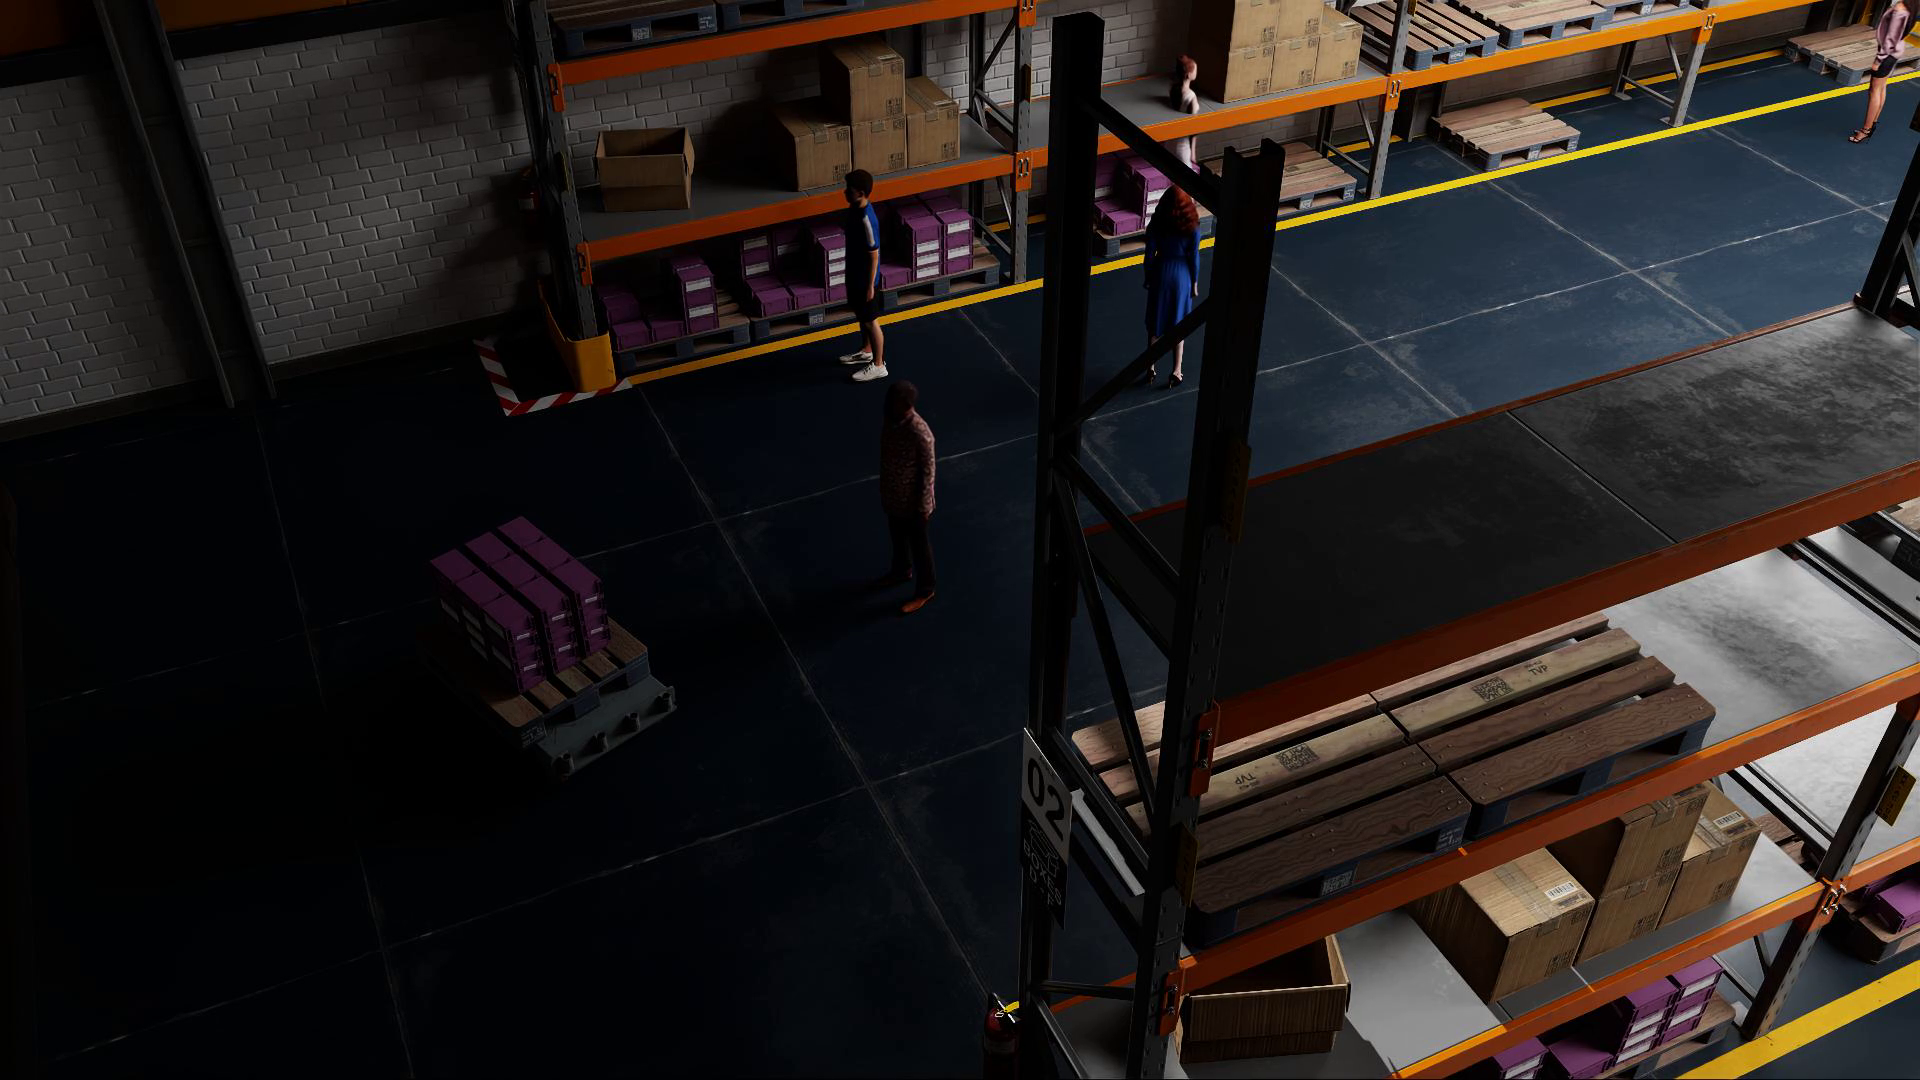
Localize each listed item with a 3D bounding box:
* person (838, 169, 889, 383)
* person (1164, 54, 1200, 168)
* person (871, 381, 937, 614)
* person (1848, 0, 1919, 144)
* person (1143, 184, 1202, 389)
[{"bbox_3d":[-0.795,-2.191,13.695,0.571,1.866,0.662,-14,41,-17],"label":"person"},{"bbox_3d":[2.039,-3.698,15.642,0.494,1.791,0.552,-17,42,-20],"label":"person"},{"bbox_3d":[-0.360,-0.327,11.408,0.648,1.808,0.738,-24,45,-27],"label":"person"},{"bbox_3d":[9.628,-5.007,17.266,0.751,1.810,0.602,30,47,32],"label":"person"},{"bbox_3d":[1.707,-2.055,13.555,0.705,1.829,0.769,12,40,14],"label":"person"}]
